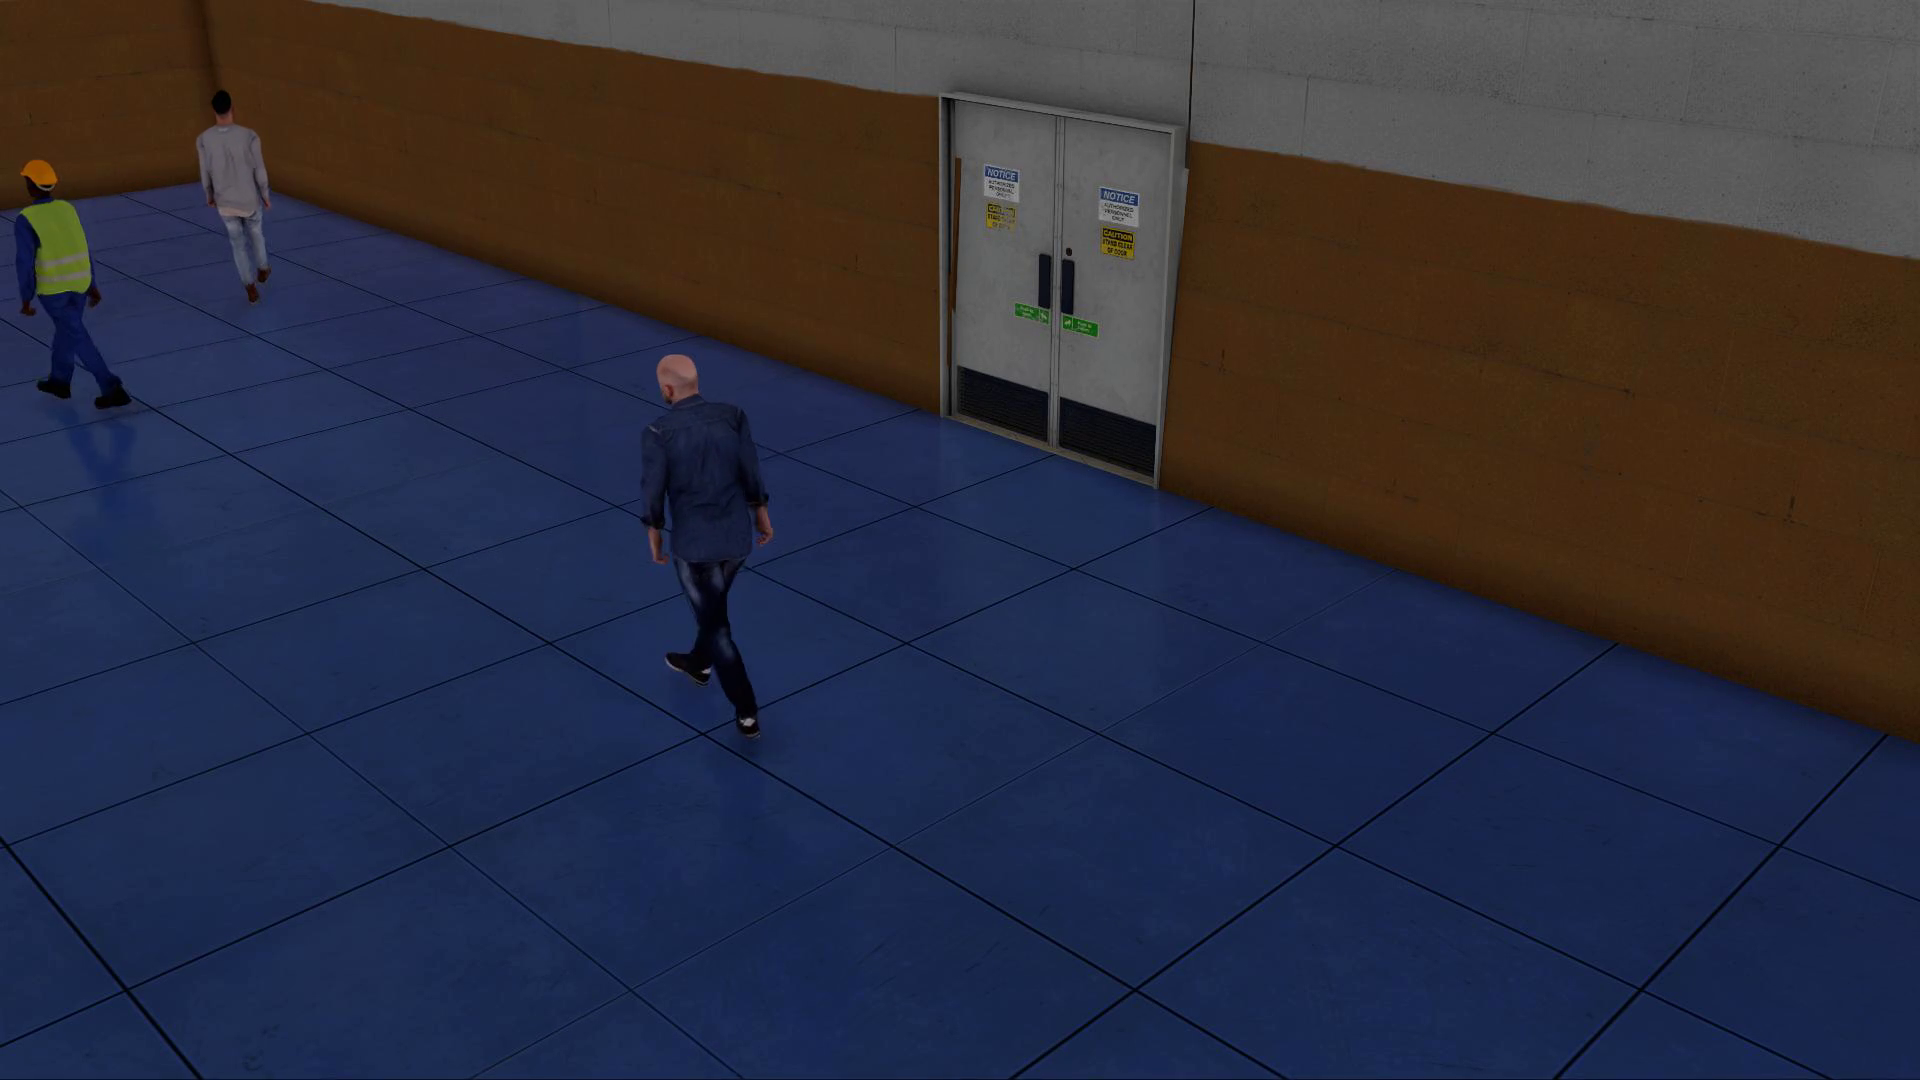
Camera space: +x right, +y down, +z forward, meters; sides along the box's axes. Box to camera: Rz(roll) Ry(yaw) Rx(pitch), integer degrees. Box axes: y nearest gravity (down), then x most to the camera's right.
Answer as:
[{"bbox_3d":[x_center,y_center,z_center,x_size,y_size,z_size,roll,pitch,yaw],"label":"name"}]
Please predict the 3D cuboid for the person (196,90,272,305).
[{"bbox_3d":[-6.318,-2.957,14.537,1.151,1.802,1.074,-7,25,-16],"label":"person"}]

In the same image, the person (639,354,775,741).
[{"bbox_3d":[-1.100,0.071,7.663,1.140,1.765,0.900,-16,28,-32],"label":"person"}]

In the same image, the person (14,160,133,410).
[{"bbox_3d":[-6.343,-1.762,11.846,1.052,1.771,1.232,10,25,21],"label":"person"}]
